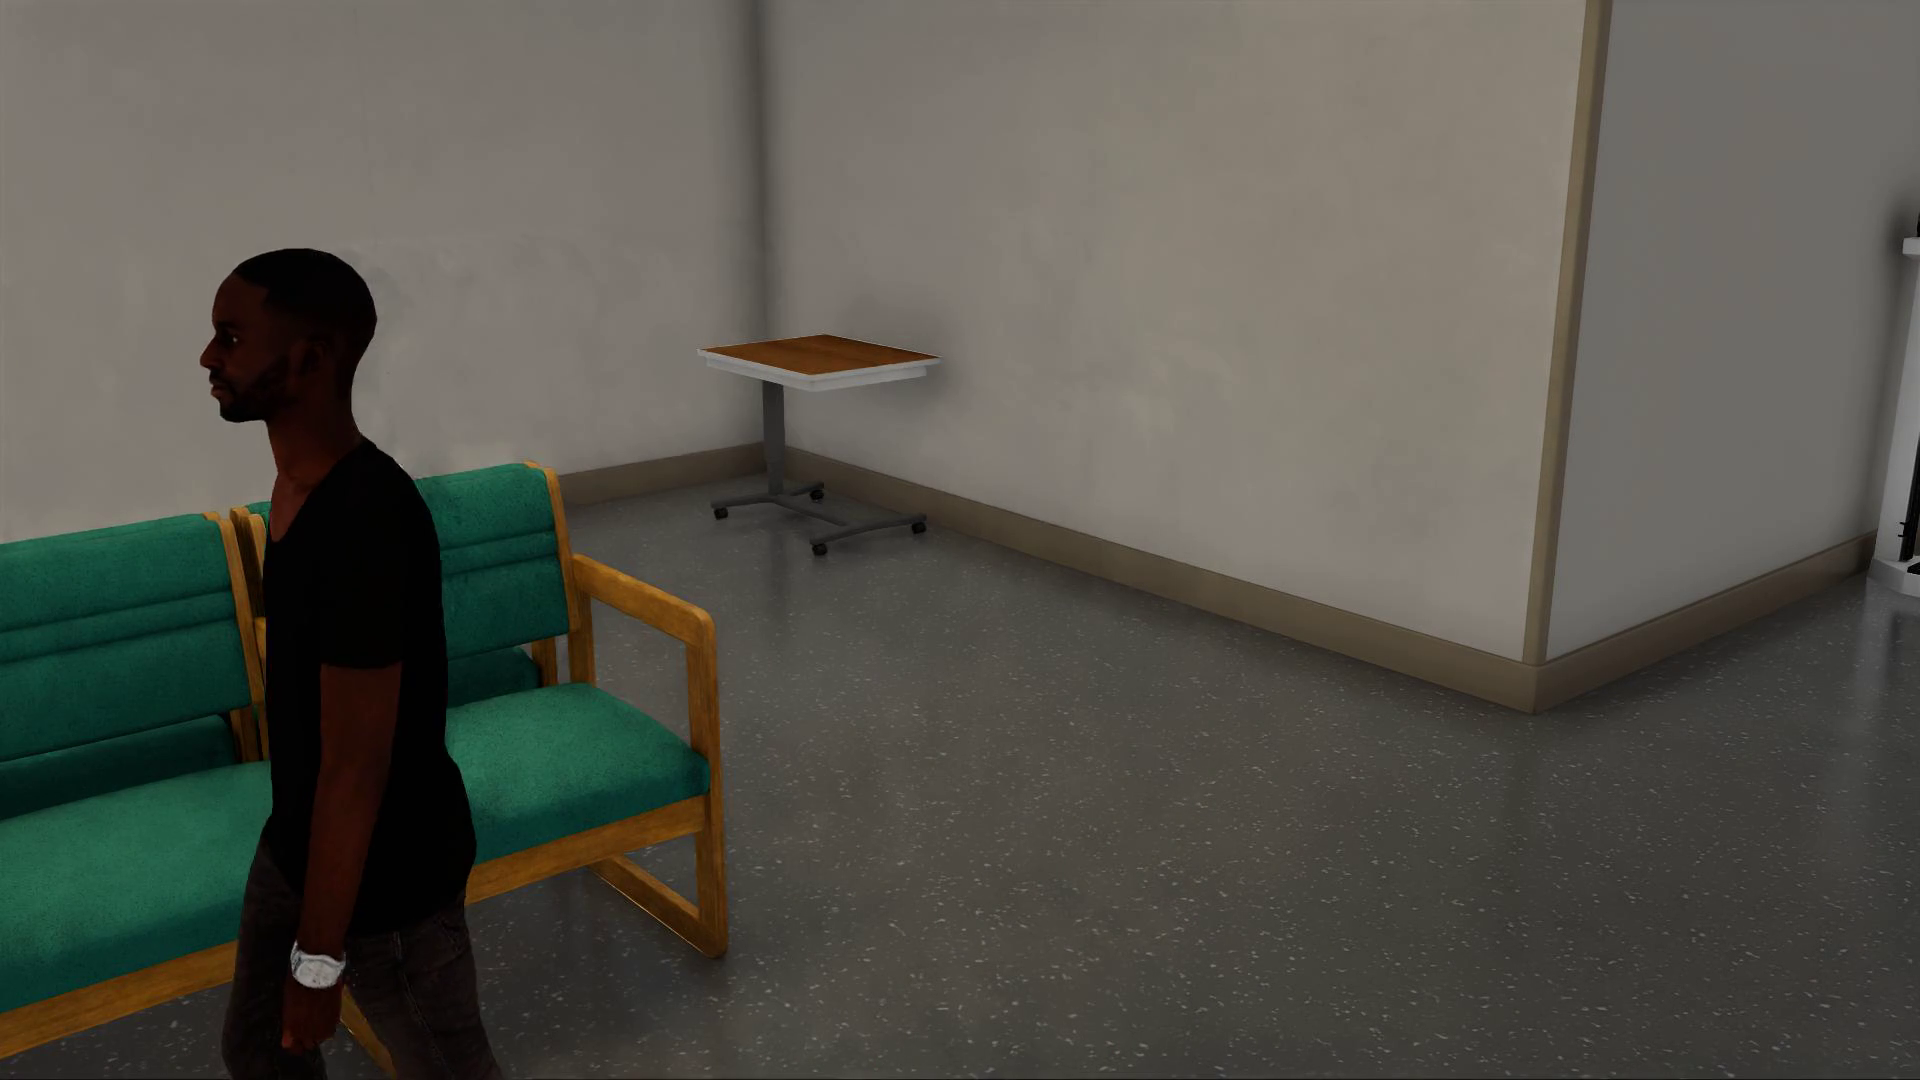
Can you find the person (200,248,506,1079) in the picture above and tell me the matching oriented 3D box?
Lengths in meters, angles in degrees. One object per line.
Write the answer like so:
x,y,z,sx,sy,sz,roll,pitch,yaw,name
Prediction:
-0.811,0.462,2.552,0.798,1.789,0.782,-10,18,-31,person
